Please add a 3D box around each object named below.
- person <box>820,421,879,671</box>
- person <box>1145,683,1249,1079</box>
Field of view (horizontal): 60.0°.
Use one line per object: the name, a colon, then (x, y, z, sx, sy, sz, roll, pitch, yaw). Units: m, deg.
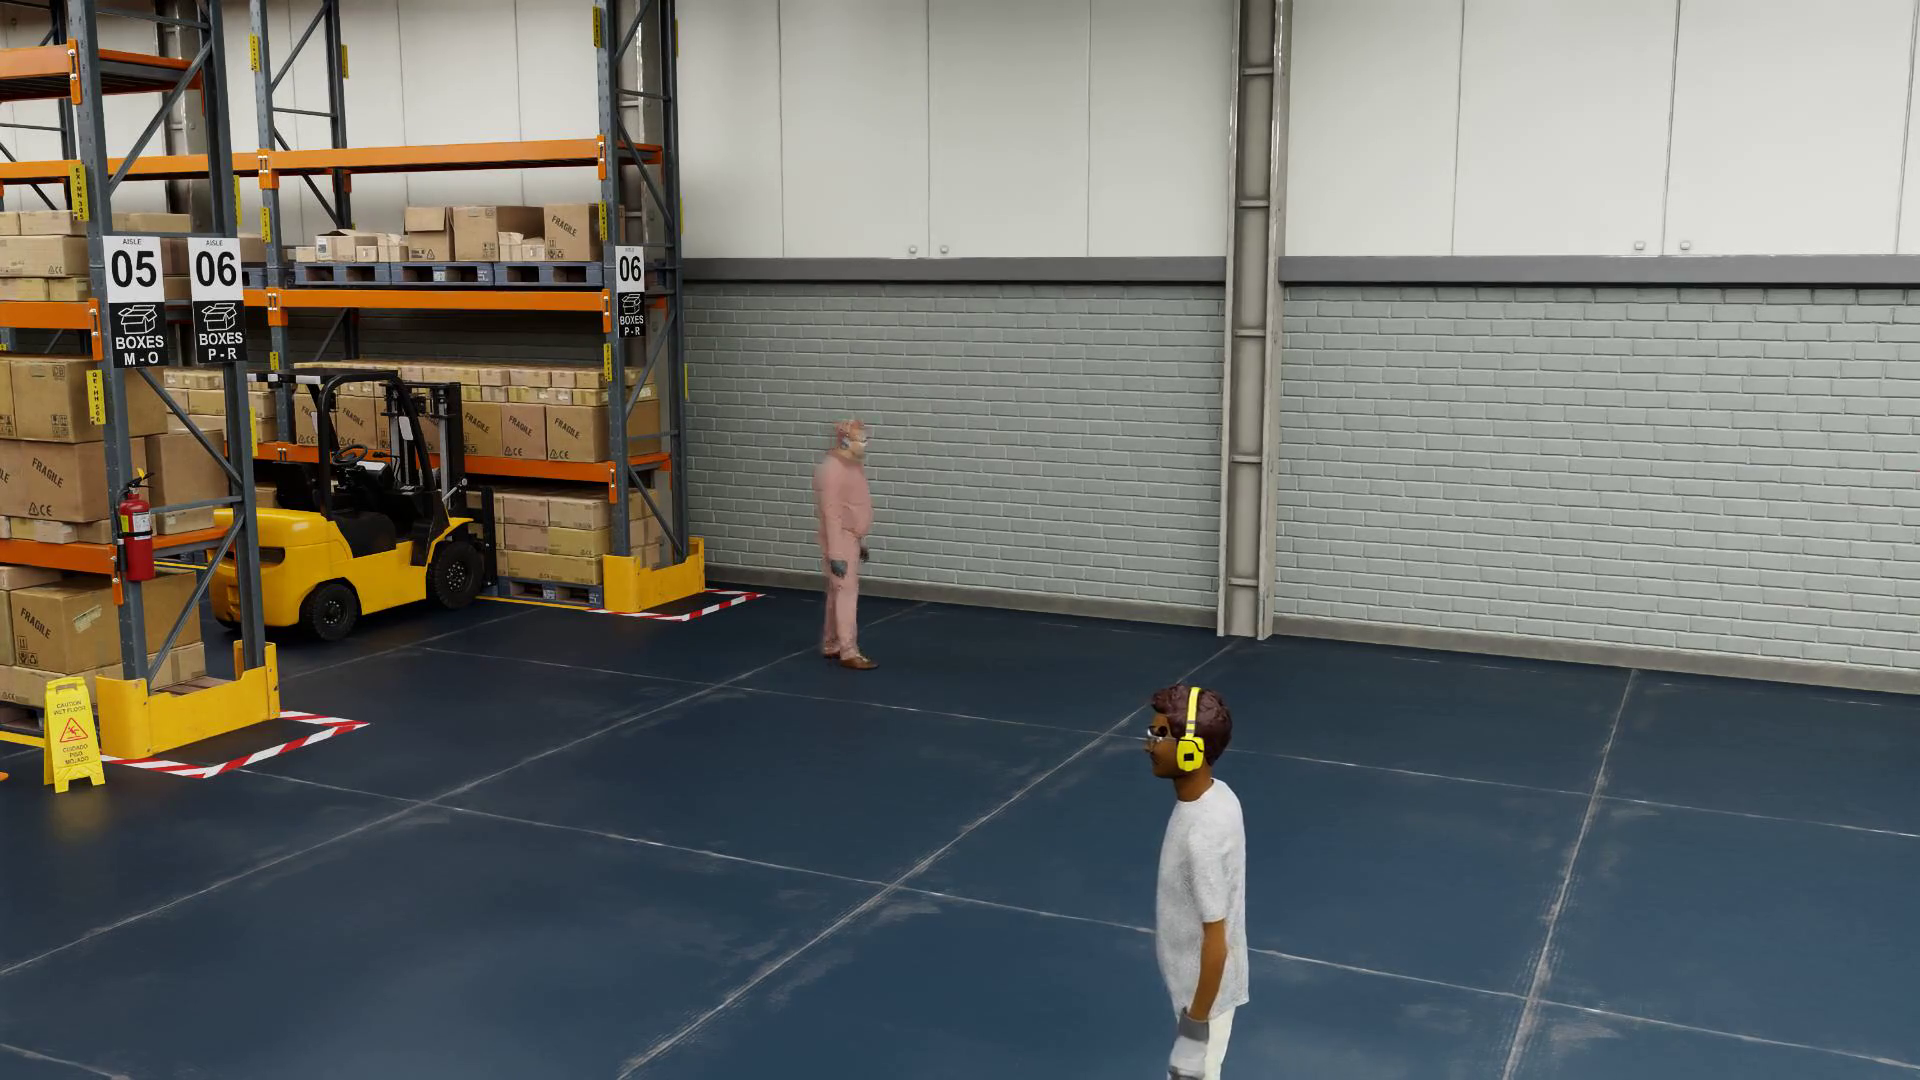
person: (-0.829, 0.039, 12.714, 0.609, 1.883, 0.655, 2, 9, 10)
person: (0.665, 1.329, 4.798, 0.333, 1.872, 0.515, 1, 9, 9)
